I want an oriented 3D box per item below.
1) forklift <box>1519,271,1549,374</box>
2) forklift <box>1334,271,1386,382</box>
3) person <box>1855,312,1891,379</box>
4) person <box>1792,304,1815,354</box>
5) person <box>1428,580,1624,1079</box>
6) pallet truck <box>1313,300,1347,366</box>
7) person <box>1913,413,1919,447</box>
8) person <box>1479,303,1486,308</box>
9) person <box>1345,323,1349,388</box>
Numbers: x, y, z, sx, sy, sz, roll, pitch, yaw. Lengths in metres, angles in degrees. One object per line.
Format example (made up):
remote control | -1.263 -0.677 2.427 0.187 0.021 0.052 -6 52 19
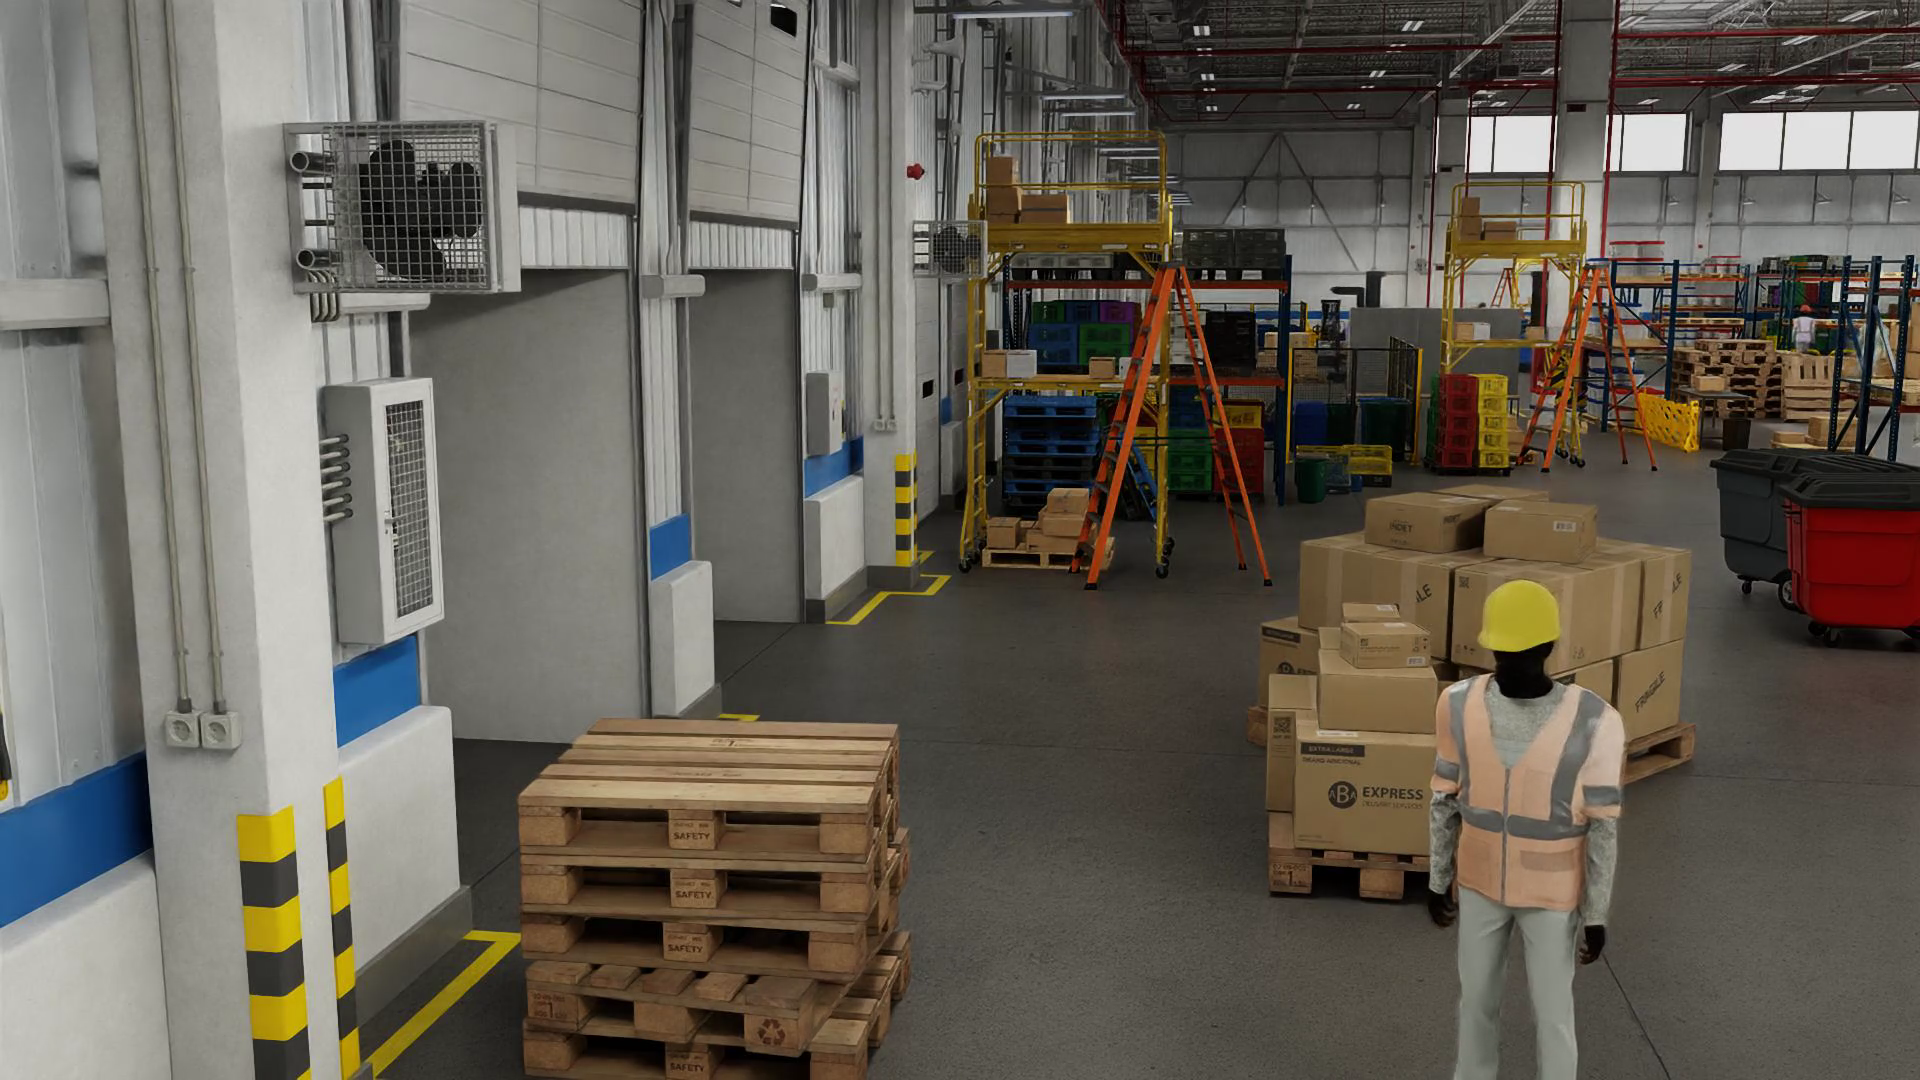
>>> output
forklift | 16.079 -6.008 45.821 1.873 2.768 1.129 -3 10 -19
forklift | 10.436 -5.400 42.069 1.873 2.768 1.129 1 9 9
person | 20.541 -4.174 37.443 0.772 1.923 0.728 -8 12 -42
person | 23.127 -5.495 45.600 0.549 1.925 0.584 2 9 10
person | 1.722 1.064 5.169 0.588 1.918 0.399 7 12 38
pallet truck | 11.159 -6.200 49.718 0.823 1.965 1.885 4 10 26
person | 15.631 -2.343 26.753 0.347 1.736 0.484 9 13 43
person | 15.201 -5.975 48.564 0.653 1.921 0.447 -2 9 -11
person | 9.465 -4.577 39.879 0.544 1.943 0.347 -6 11 -35
